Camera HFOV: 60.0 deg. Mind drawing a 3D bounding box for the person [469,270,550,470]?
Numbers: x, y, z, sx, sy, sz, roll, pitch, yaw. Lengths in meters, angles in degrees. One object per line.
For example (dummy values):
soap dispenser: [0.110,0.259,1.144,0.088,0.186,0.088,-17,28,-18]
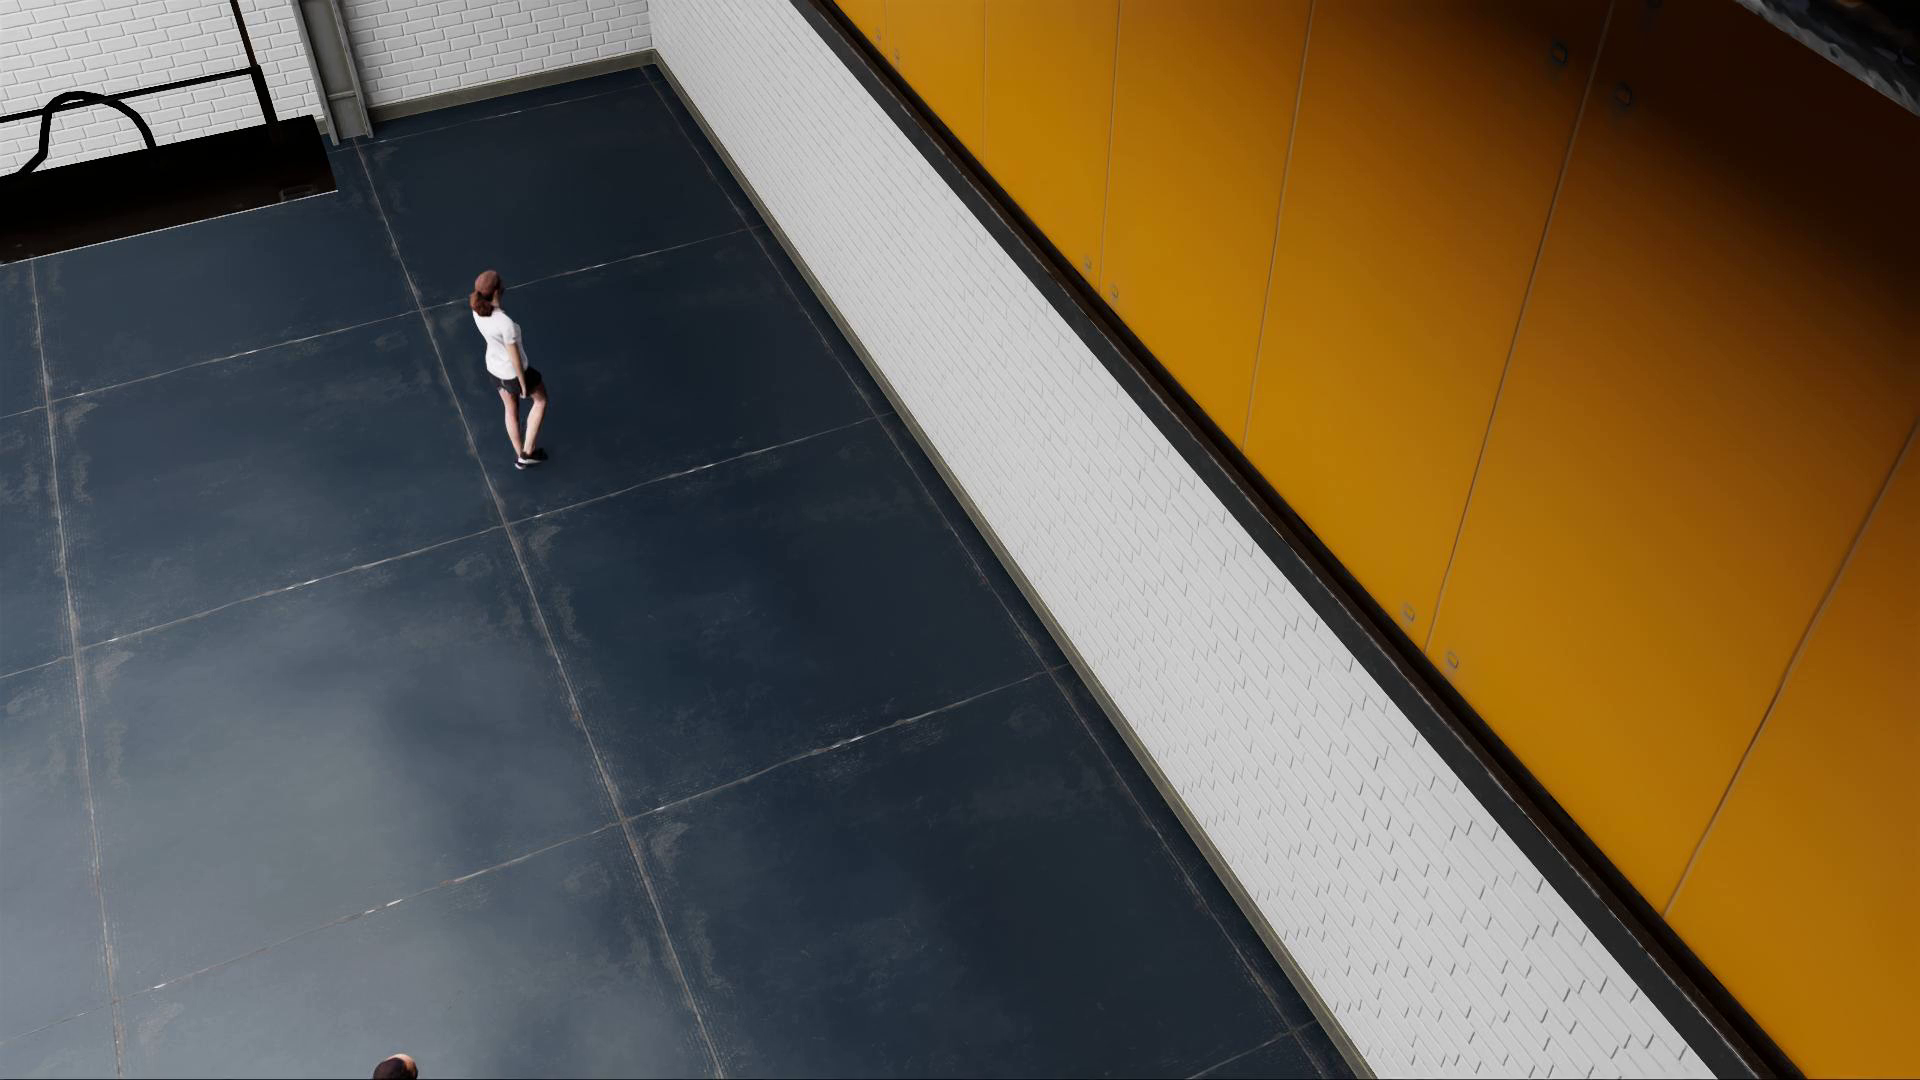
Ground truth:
person: [-3.373,-1.186,12.240,0.704,1.741,0.763,22,48,21]
